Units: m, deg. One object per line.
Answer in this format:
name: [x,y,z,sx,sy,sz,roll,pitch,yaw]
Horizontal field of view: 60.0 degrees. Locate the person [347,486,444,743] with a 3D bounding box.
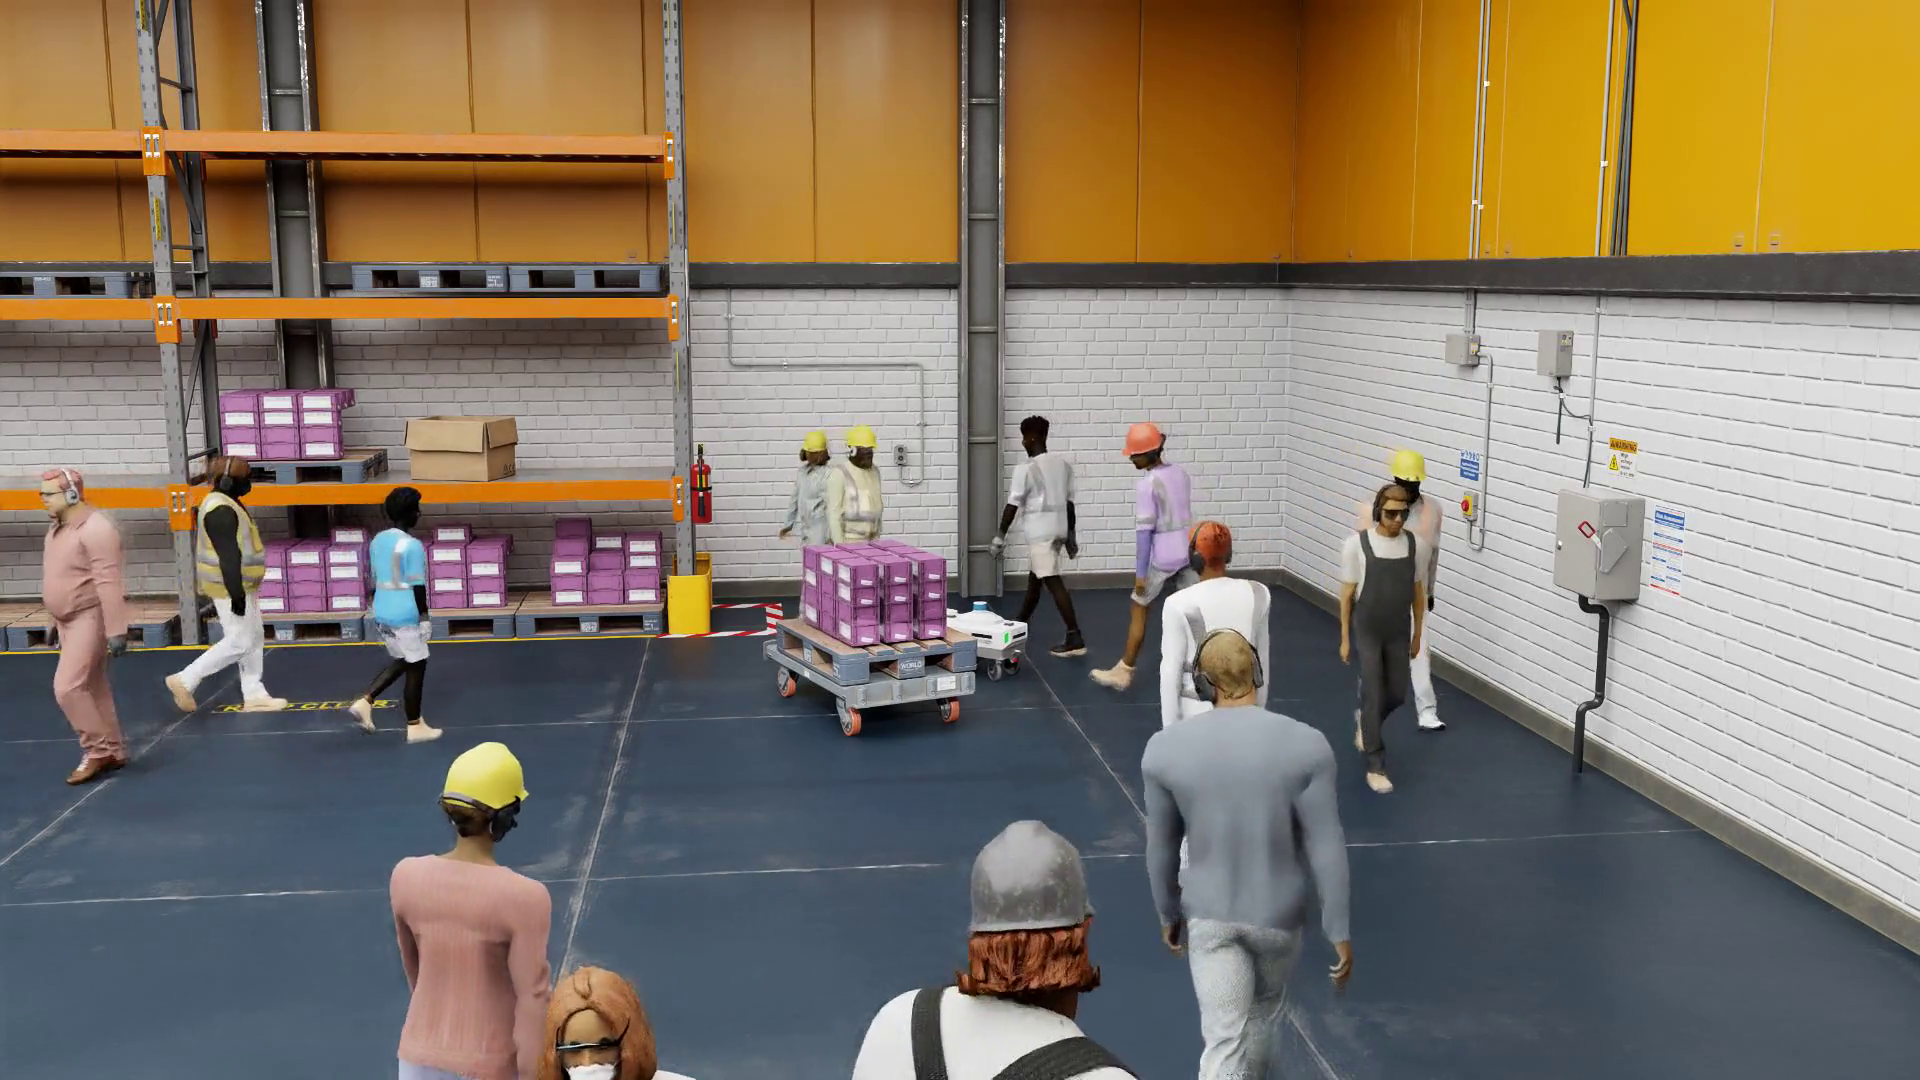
person: [-3.624,0.496,10.649,0.482,1.679,0.532,-9,13,-43]

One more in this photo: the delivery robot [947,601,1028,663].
delivery robot: [0.152,0.708,12.536,0.707,0.478,0.477,6,11,33]

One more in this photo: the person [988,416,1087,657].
person: [0.644,-0.035,13.310,1.020,1.905,0.683,8,12,42]

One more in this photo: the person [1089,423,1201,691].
person: [1.486,0.146,11.980,0.906,1.964,0.676,8,12,40]

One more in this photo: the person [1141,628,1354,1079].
person: [0.935,1.235,5.475,0.688,1.864,1.010,1,9,9]

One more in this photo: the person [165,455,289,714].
person: [-5.014,0.324,11.301,0.657,1.817,0.633,-3,10,-17]

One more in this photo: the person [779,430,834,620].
person: [-1.255,-0.087,14.129,0.511,1.707,0.547,-7,12,-38]

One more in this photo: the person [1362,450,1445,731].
person: [2.978,0.313,11.227,0.597,1.861,1.012,-1,9,-8]

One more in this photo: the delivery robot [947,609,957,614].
delivery robot: [-0.363,0.625,13.054,0.707,0.478,0.477,8,12,41]

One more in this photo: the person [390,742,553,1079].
person: [-1.335,1.421,4.715,0.544,1.734,0.809,2,9,14]

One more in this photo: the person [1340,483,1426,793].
person: [2.499,0.543,9.949,0.509,1.820,0.737,-1,9,-6]

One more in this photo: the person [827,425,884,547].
person: [-0.891,-0.052,13.684,0.726,1.811,0.601,7,12,39]

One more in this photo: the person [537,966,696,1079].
person: [-0.746,1.656,3.589,0.496,1.617,0.632,-2,9,-13]

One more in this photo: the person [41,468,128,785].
person: [-5.281,0.511,9.895,0.677,1.887,0.558,8,12,39]

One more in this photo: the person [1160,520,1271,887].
person: [1.244,0.834,7.973,0.590,1.862,0.651,-3,10,-17]
